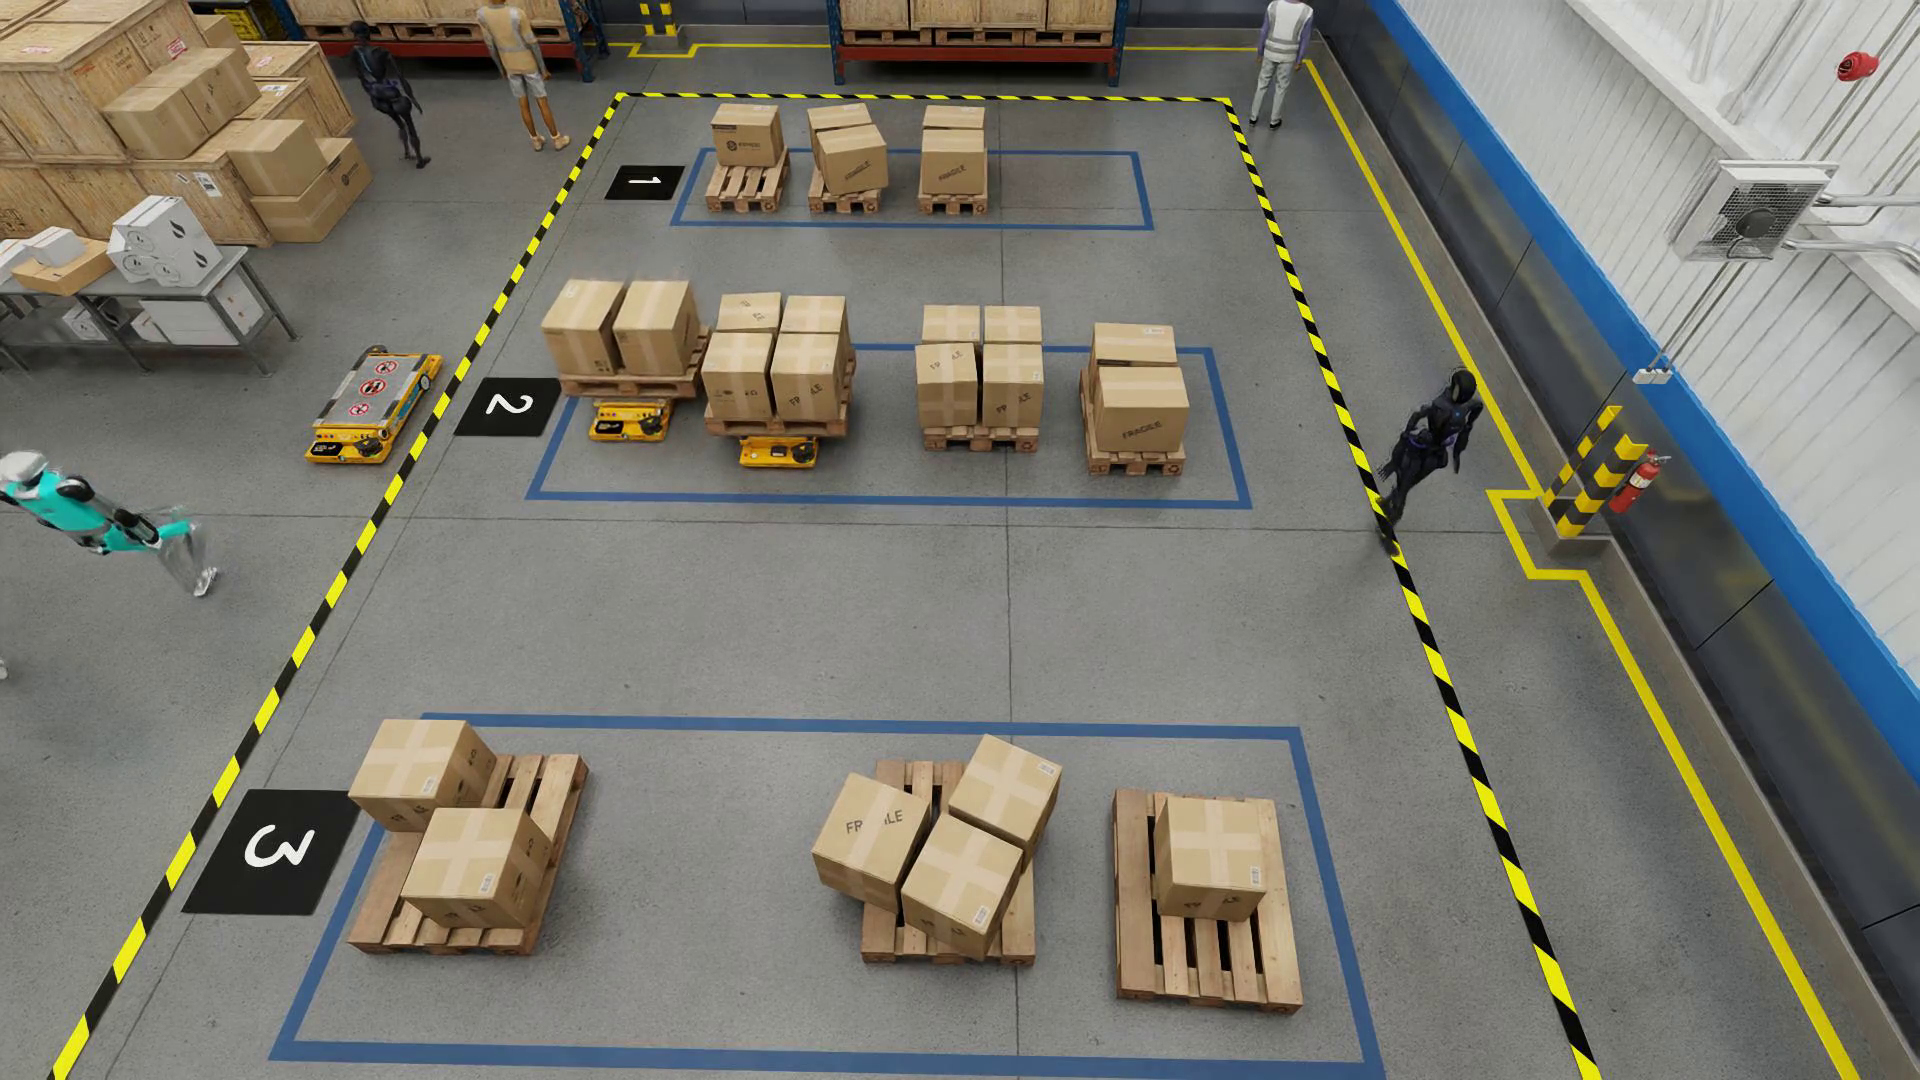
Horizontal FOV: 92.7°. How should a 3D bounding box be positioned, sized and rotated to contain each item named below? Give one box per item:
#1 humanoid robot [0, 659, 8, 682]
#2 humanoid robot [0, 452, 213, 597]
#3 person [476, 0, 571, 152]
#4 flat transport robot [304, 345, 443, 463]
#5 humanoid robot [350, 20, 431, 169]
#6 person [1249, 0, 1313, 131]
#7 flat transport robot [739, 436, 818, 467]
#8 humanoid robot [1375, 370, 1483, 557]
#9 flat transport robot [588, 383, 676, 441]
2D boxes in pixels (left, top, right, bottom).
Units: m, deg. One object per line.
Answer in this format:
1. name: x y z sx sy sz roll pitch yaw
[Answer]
1. humanoid robot: -7.226 0.291 6.179 1.019 1.747 0.540 36 58 26
2. humanoid robot: -5.905 -0.125 6.538 0.543 1.809 0.838 -4 50 -3
3. person: -5.291 -5.731 11.062 0.605 2.033 0.388 1 50 1
4. flat transport robot: -5.383 -1.269 8.441 0.659 0.231 1.431 1 50 1
5. humanoid robot: -6.782 -5.292 10.920 0.612 1.643 0.336 4 50 3
6. person: 4.031 -6.113 11.515 0.599 1.829 0.404 21 53 17
7. flat transport robot: -1.582 -1.235 8.394 0.652 0.197 1.431 1 50 1
8. humanoid robot: 3.571 -0.610 6.974 0.610 1.634 0.675 -6 50 -5
9. flat transport robot: -2.977 -1.492 8.611 0.652 0.197 1.431 1 50 1
